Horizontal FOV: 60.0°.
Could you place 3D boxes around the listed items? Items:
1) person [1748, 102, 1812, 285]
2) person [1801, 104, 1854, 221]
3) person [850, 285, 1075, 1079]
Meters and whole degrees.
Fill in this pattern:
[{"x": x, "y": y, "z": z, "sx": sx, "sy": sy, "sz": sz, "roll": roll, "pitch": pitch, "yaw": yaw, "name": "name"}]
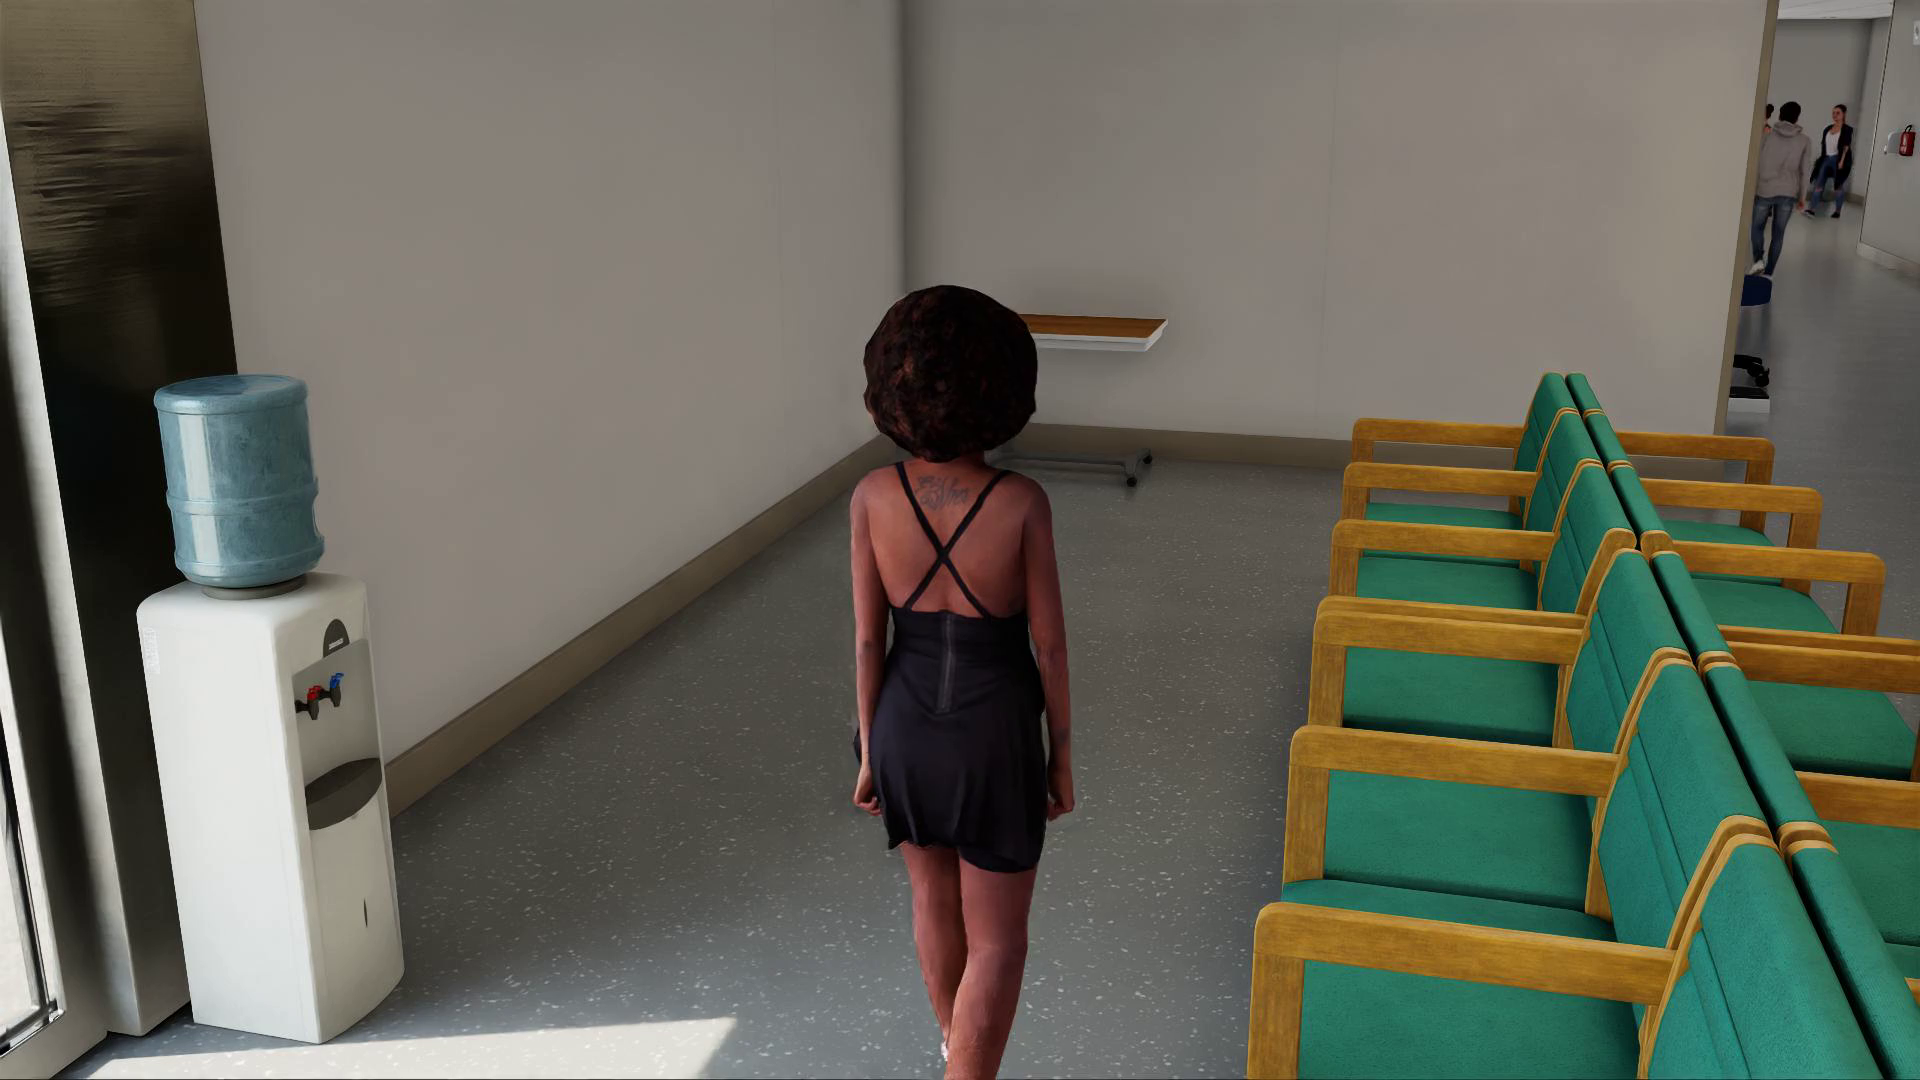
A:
[{"x": 8.325, "y": -3.520, "z": 16.972, "sx": 0.667, "sy": 1.845, "sz": 0.804, "roll": 7, "pitch": 17, "yaw": 22, "name": "person"}, {"x": 12.837, "y": -5.482, "z": 24.303, "sx": 1.100, "sy": 1.645, "sz": 1.063, "roll": -10, "pitch": 19, "yaw": -32, "name": "person"}, {"x": -0.024, "y": 0.461, "z": 3.008, "sx": 0.978, "sy": 1.762, "sz": 0.624, "roll": 4, "pitch": 16, "yaw": 14, "name": "person"}]
